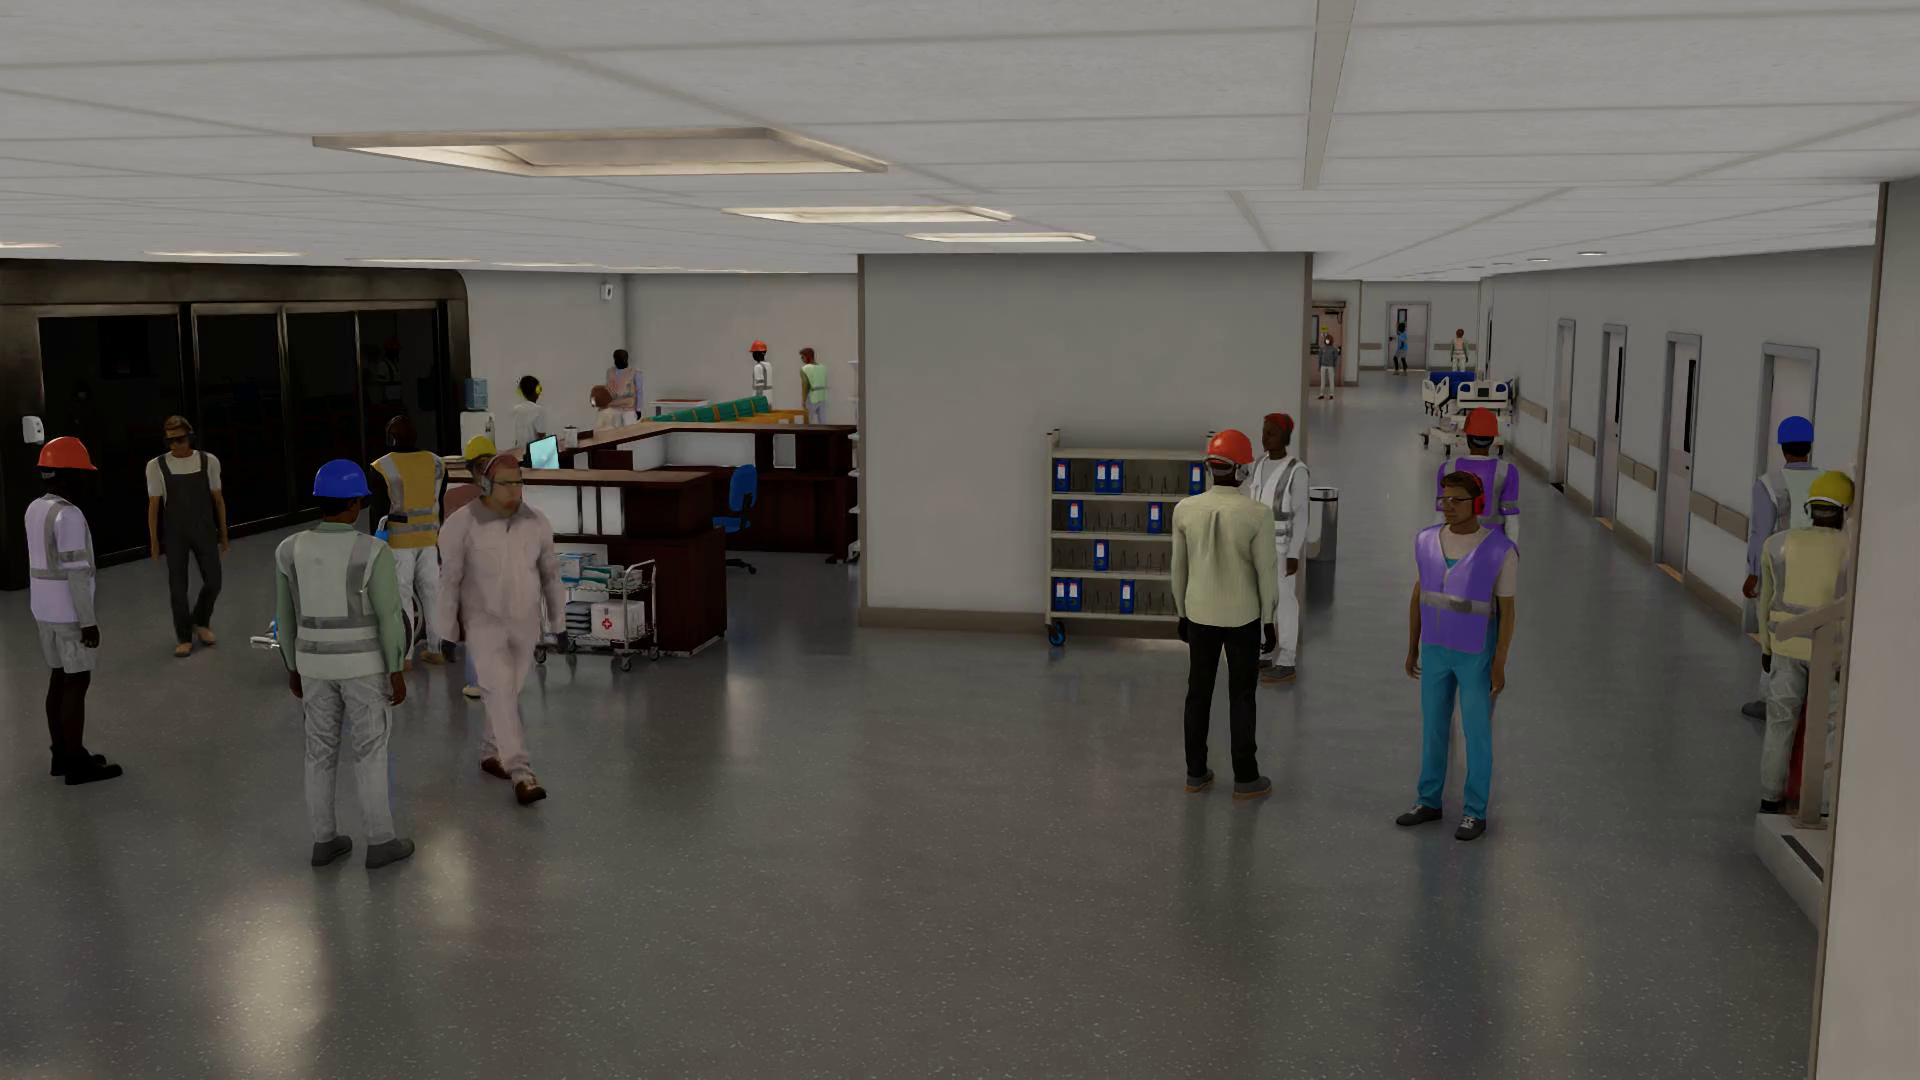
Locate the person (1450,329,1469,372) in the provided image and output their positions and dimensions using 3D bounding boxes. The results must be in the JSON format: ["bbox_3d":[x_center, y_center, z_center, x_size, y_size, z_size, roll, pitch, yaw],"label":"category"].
[{"bbox_3d":[13.994,-5.095,46.606,0.511,1.645,0.307,5,10,31],"label":"person"}]

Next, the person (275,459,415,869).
[{"bbox_3d":[-2.909,0.588,7.883,0.617,1.946,0.396,2,9,10],"label":"person"}]

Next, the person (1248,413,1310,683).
[{"bbox_3d":[2.190,0.056,11.666,0.371,1.883,0.582,-5,10,-28],"label":"person"}]

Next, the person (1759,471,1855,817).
[{"bbox_3d":[4.398,0.557,8.528,0.585,1.824,0.405,8,12,44],"label":"person"}]

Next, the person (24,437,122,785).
[{"bbox_3d":[-4.951,0.390,9.274,0.545,1.929,0.390,7,11,41],"label":"person"}]

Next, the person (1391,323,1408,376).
[{"bbox_3d":[13.949,-6.043,52.788,0.587,1.679,0.540,-1,9,-5],"label":"person"}]

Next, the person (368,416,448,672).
[{"bbox_3d":[-3.983,0.025,11.981,0.429,1.841,0.634,7,11,37],"label":"person"}]

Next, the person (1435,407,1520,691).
[{"bbox_3d":[3.534,0.065,11.386,0.552,1.937,0.356,4,10,26],"label":"person"}]

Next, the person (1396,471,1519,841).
[{"bbox_3d":[2.513,0.567,8.369,0.390,1.846,0.564,-8,12,-43],"label":"person"}]

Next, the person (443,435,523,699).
[{"bbox_3d":[-3.189,0.182,11.182,0.533,1.768,0.313,-4,9,-22],"label":"person"}]

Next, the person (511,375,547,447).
[{"bbox_3d":[-4.434,-0.822,17.588,0.539,1.840,0.591,5,10,30],"label":"person"}]

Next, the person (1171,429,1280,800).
[{"bbox_3d":[1.435,0.403,8.976,0.608,1.990,0.385,5,10,32],"label":"person"}]

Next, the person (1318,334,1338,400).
[{"bbox_3d":[9.152,-4.305,41.394,0.499,1.633,0.286,5,10,29],"label":"person"}]

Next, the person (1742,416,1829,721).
[{"bbox_3d":[5.265,0.185,10.556,0.616,1.945,0.404,-1,9,-9],"label":"person"}]

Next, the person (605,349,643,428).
[{"bbox_3d":[-5.140,-1.990,25.355,0.633,1.839,0.429,3,9,17],"label":"person"}]

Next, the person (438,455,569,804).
[{"bbox_3d":[-2.443,0.463,9.038,0.977,1.848,0.662,8,12,44],"label":"person"}]

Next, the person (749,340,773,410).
[{"bbox_3d":[-3.165,-2.195,26.390,0.375,1.935,0.551,2,9,13],"label":"person"}]

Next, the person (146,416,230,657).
[{"bbox_3d":[-5.794,-0.040,12.490,0.549,1.815,0.503,-5,10,-31],"label":"person"}]

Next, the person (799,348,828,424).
[{"bbox_3d":[-2.406,-2.202,26.874,0.814,1.796,0.649,8,12,42],"label":"person"}]
